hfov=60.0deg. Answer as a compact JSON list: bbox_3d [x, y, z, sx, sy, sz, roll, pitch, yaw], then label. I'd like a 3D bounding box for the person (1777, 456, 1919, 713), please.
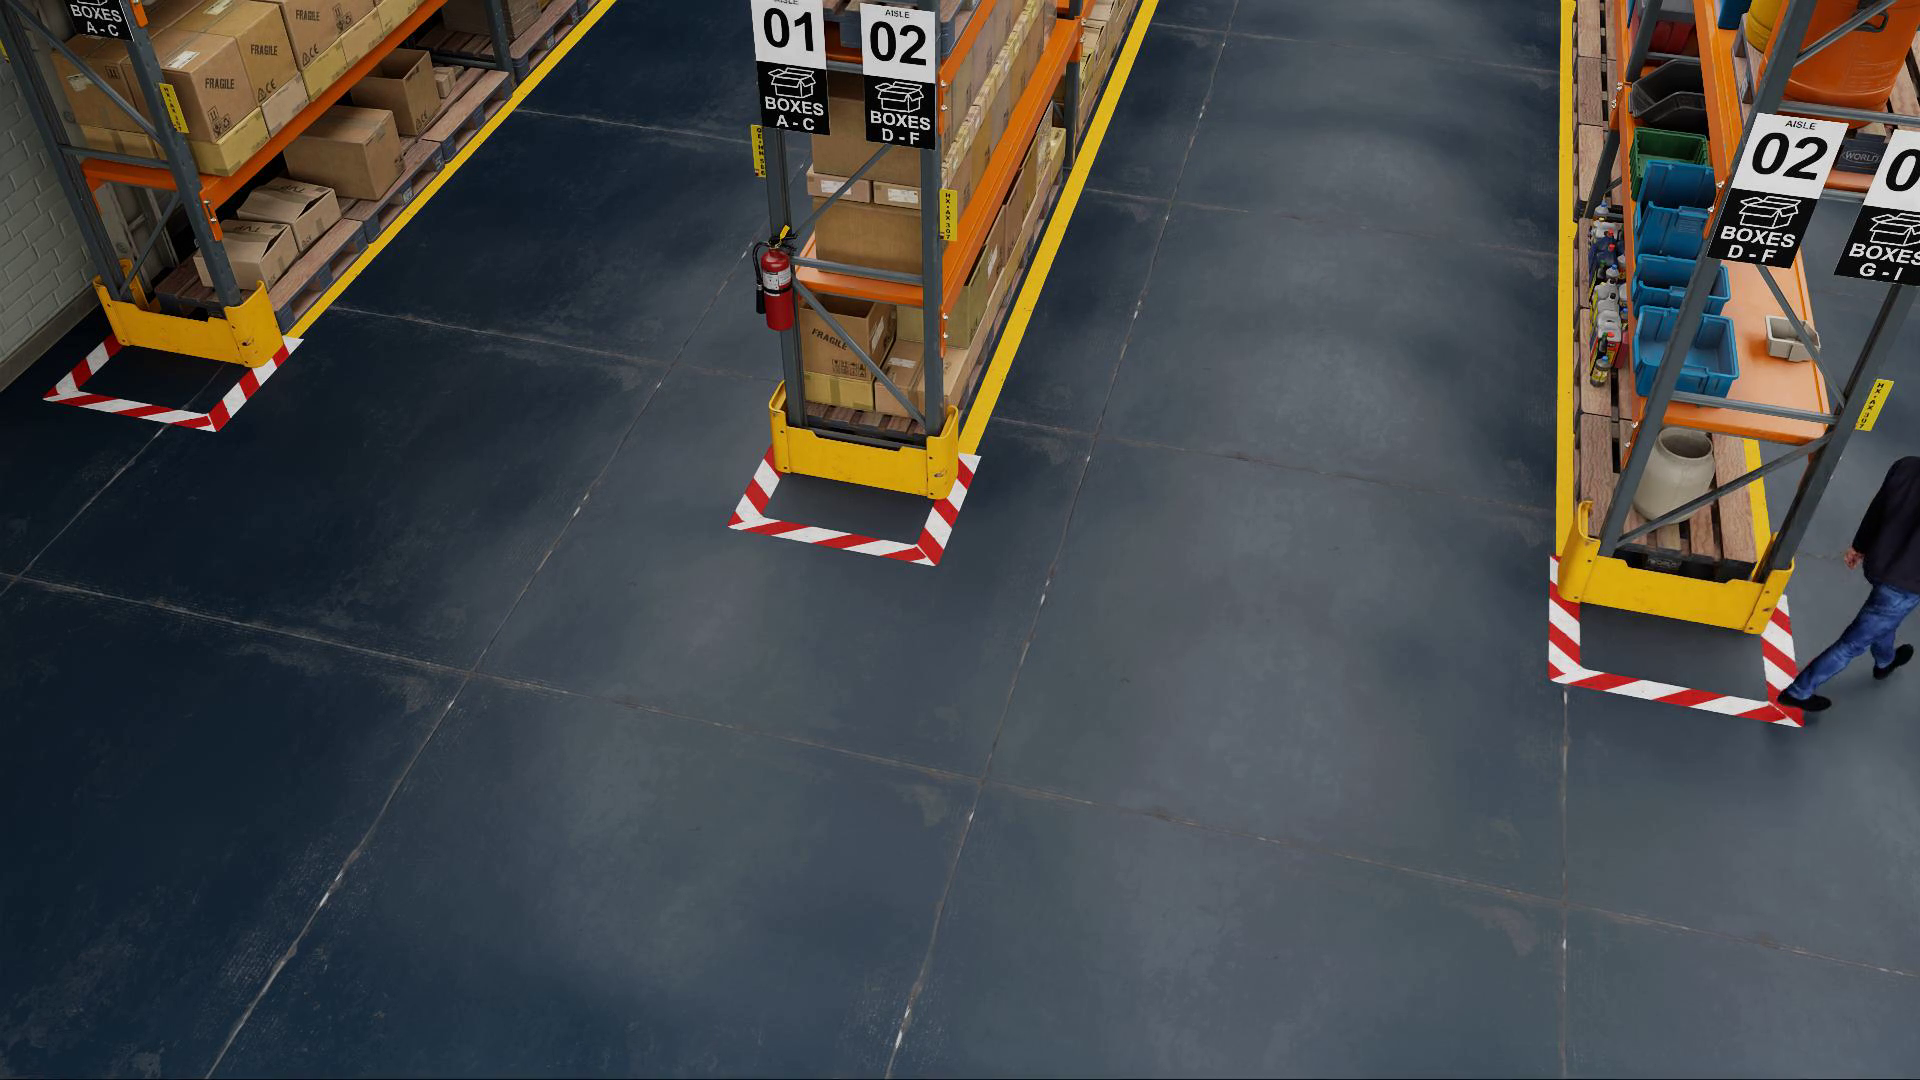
[{"bbox_3d":[4.811,0.213,8.677,1.170,1.826,1.239,-12,44,-12],"label":"person"}]
